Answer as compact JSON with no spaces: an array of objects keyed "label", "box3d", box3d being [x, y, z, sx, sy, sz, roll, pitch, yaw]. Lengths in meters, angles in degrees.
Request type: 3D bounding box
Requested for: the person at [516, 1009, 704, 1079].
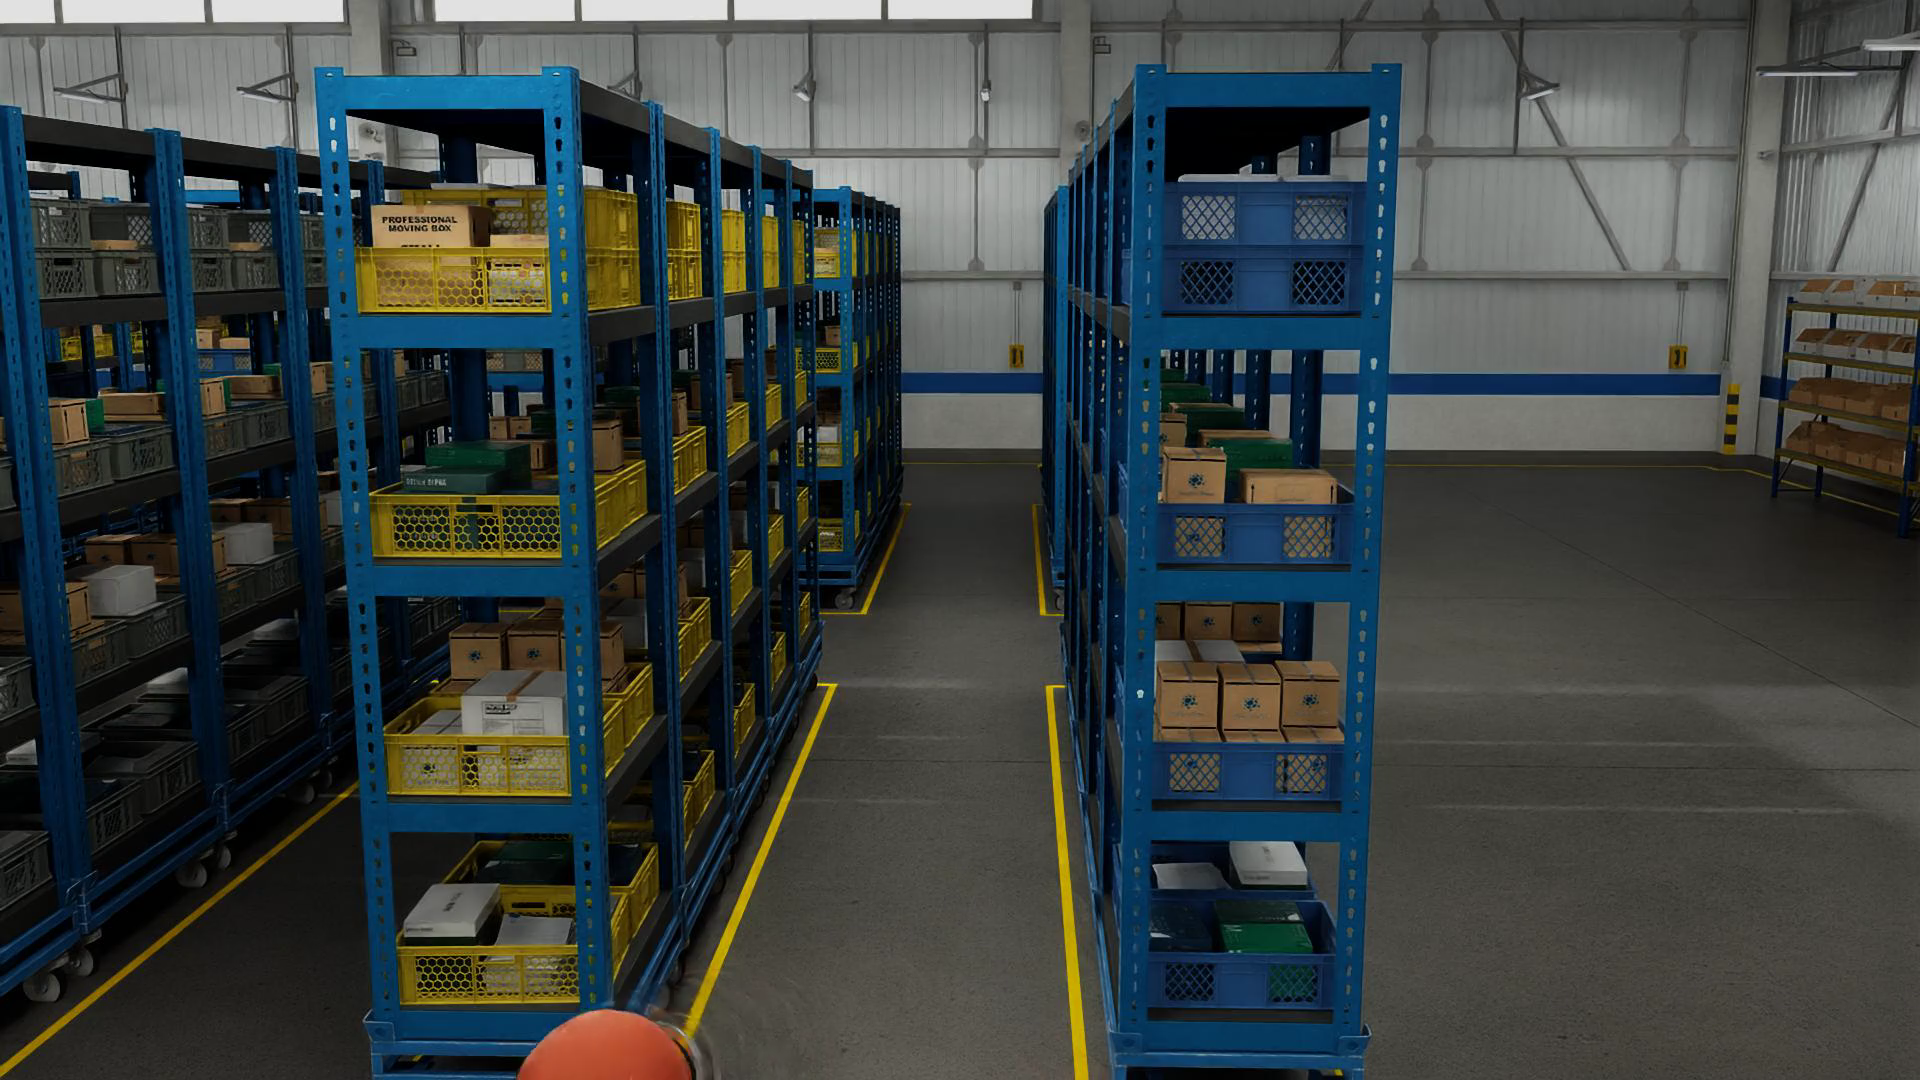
[{"label":"person","box3d":[-0.527,1.628,2.647,0.662,1.941,0.688,9,13,42]}]
